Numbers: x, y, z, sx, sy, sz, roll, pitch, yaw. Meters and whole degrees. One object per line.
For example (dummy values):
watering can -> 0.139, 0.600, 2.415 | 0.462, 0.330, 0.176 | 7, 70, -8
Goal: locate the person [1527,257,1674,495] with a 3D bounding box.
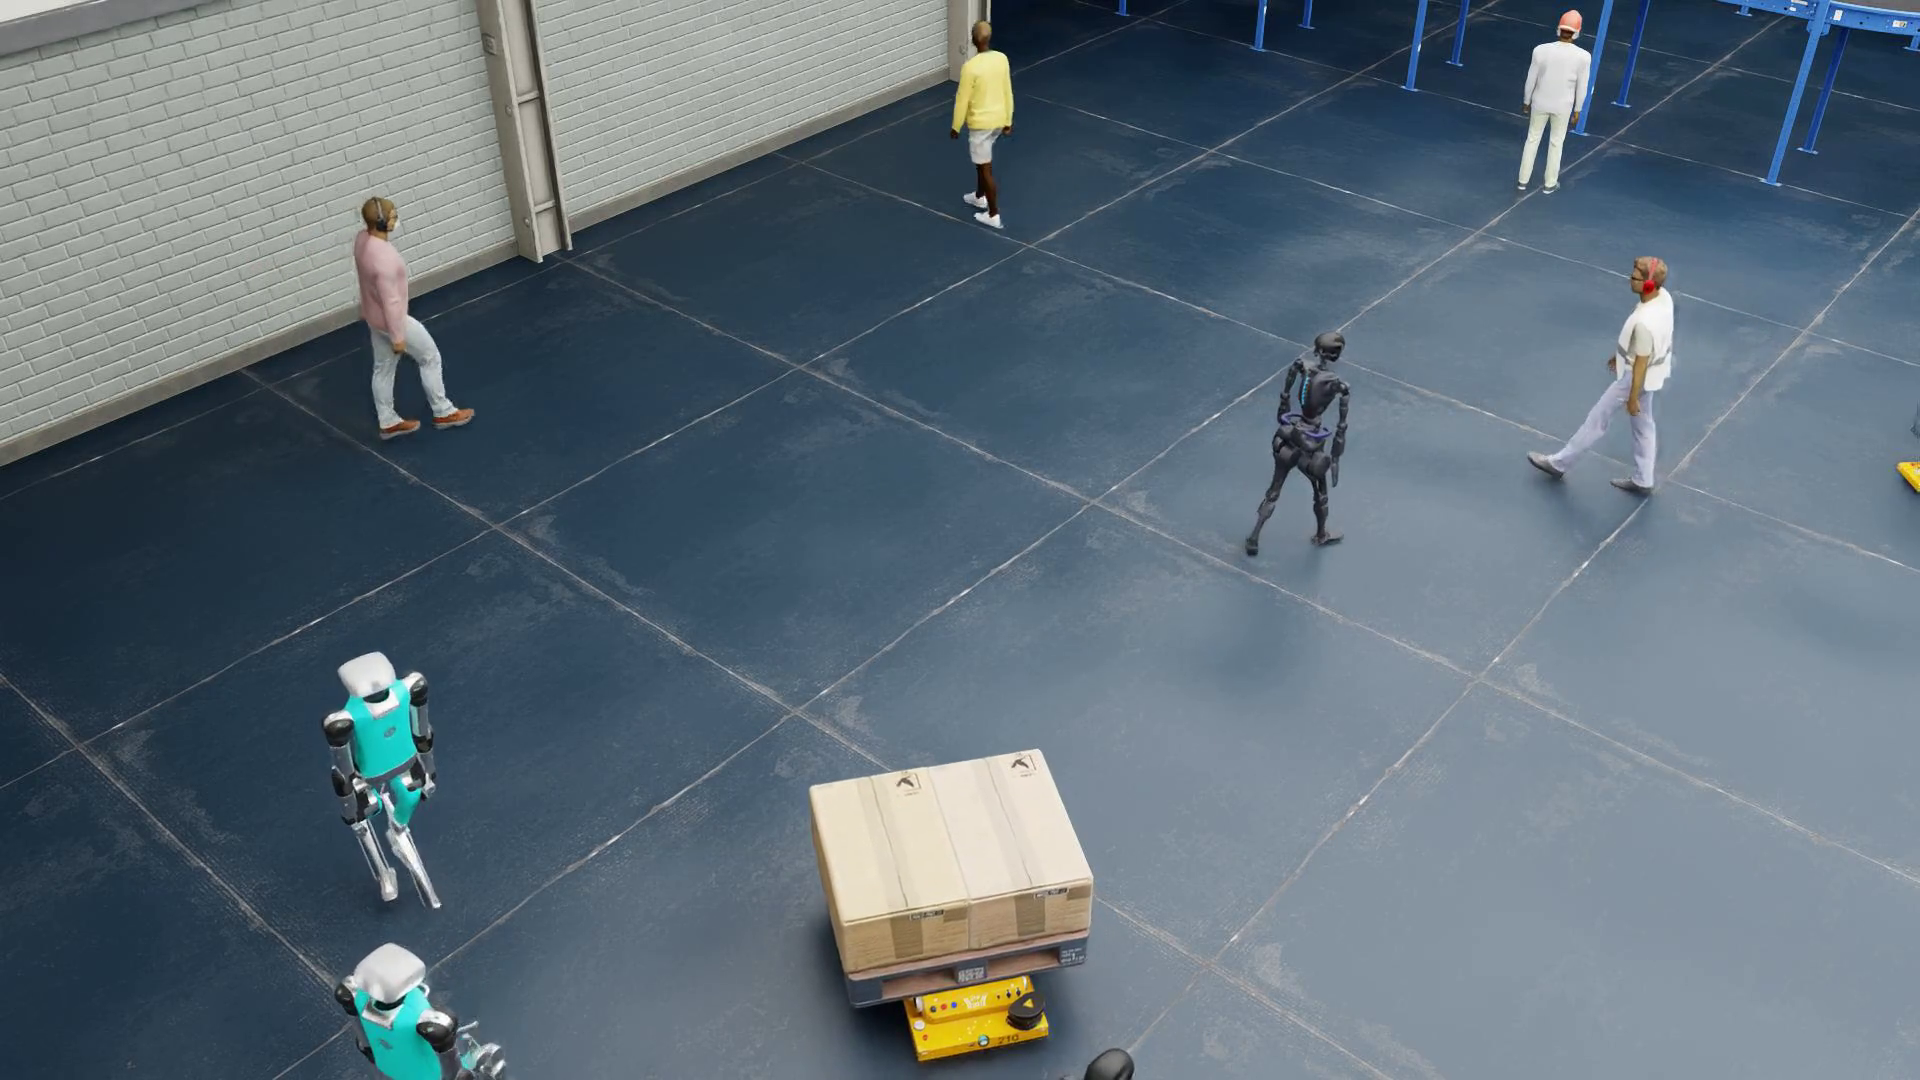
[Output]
person -> 4.638, -1.169, 11.705 | 0.927, 1.802, 0.577 | 22, 41, 27

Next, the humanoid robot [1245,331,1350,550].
humanoid robot -> 2.298, -0.644, 11.112 | 0.618, 1.643, 0.603 | -25, 43, -31

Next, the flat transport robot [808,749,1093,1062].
flat transport robot -> -0.057, 2.003, 8.575 | 0.659, 0.231, 1.431 | -8, 36, -11

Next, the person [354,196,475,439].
person -> -4.093, -1.660, 12.298 | 0.827, 1.906, 0.648 | -24, 42, -29

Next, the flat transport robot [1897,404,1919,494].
flat transport robot -> 7.621, -0.412, 11.966 | 1.431, 0.231, 0.659 | -1, 35, -2

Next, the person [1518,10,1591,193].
person -> 5.724, -4.224, 16.040 | 0.572, 1.746, 0.344 | 17, 39, 22

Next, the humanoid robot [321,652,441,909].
humanoid robot -> -2.981, 1.212, 8.447 | 0.775, 1.802, 0.541 | 29, 45, 34

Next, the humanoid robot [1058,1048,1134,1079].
humanoid robot -> 0.599, 2.547, 6.593 | 0.584, 1.644, 0.392 | 24, 42, 29

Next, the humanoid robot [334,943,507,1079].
humanoid robot -> -2.101, 2.195, 7.079 | 0.530, 1.777, 0.988 | 14, 38, 19

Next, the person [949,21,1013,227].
person -> 0.157, -3.889, 15.466 | 0.551, 1.874, 0.804 | -30, 45, -35
